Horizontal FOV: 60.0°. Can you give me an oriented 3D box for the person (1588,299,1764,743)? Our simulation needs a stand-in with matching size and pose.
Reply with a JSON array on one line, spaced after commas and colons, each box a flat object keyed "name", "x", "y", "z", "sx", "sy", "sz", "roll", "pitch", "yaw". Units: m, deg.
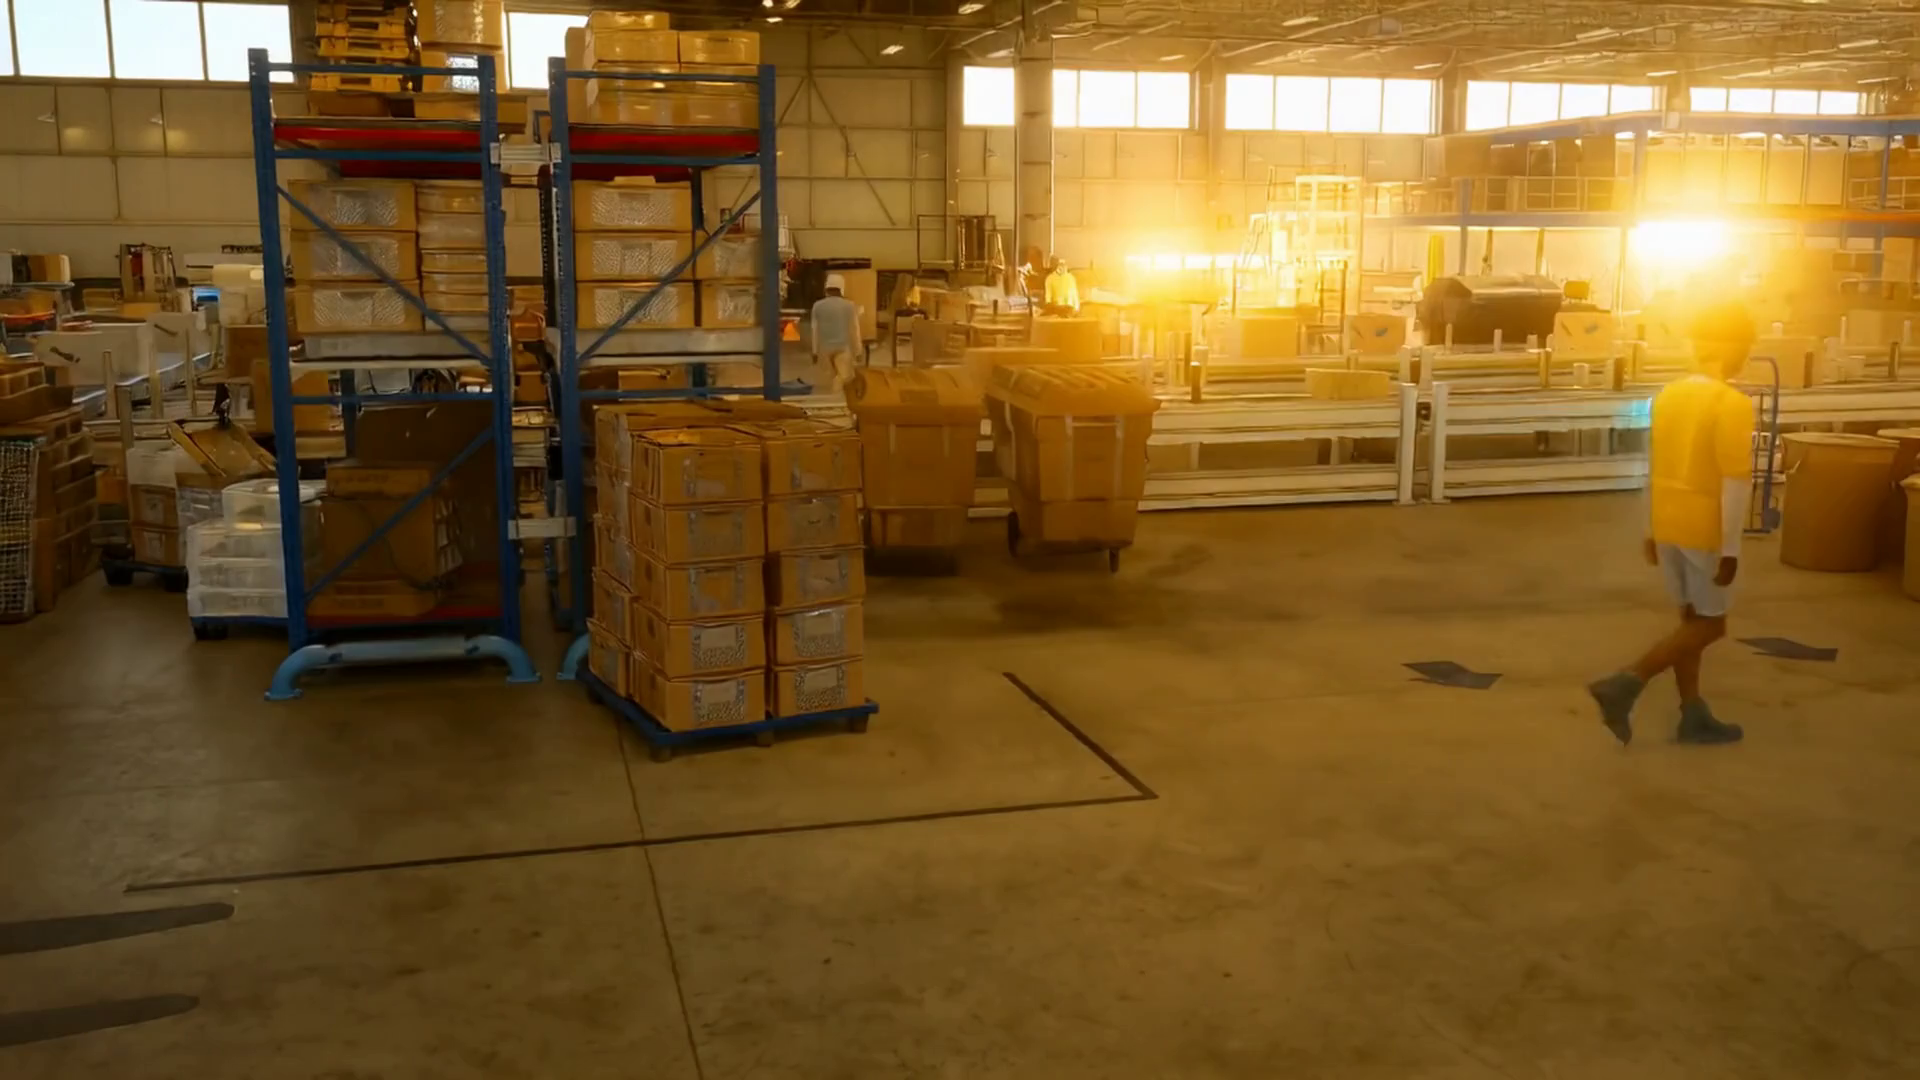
[{"name": "person", "x": 3.007, "y": -0.043, "z": 6.950, "sx": 0.727, "sy": 1.918, "sz": 0.548, "roll": -3, "pitch": 10, "yaw": -14}]

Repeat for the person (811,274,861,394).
[{"name": "person", "x": -1.514, "y": -2.316, "z": 20.134, "sx": 0.602, "sy": 1.806, "sz": 0.839, "roll": 2, "pitch": 10, "yaw": 14}]

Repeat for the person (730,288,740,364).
[{"name": "person", "x": -3.819, "y": -4.131, "z": 29.878, "sx": 0.625, "sy": 2.001, "sz": 1.043, "roll": -5, "pitch": 11, "yaw": -28}]

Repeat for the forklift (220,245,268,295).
[{"name": "forklift", "x": -17.749, "y": -6.334, "z": 41.440, "sx": 1.157, "sy": 1.987, "sz": 2.680, "roll": -3, "pitch": 10, "yaw": -17}]

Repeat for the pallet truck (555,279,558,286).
[{"name": "pallet truck", "x": -10.604, "y": -6.375, "z": 44.520, "sx": 0.653, "sy": 1.274, "sz": 1.630, "roll": -3, "pitch": 10, "yaw": -15}]

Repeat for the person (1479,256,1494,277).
[{"name": "person", "x": 16.542, "y": -8.034, "z": 52.443, "sx": 0.539, "sy": 1.817, "sz": 0.712, "roll": -1, "pitch": 10, "yaw": -7}]

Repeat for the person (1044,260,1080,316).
[{"name": "person", "x": 2.033, "y": -4.638, "z": 33.153, "sx": 0.679, "sy": 1.847, "sz": 1.045, "roll": -2, "pitch": 10, "yaw": -9}]

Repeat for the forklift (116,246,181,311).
[{"name": "forklift", "x": -19.966, "y": -6.232, "z": 40.894, "sx": 1.157, "sy": 1.987, "sz": 2.680, "roll": -3, "pitch": 10, "yaw": -15}]
